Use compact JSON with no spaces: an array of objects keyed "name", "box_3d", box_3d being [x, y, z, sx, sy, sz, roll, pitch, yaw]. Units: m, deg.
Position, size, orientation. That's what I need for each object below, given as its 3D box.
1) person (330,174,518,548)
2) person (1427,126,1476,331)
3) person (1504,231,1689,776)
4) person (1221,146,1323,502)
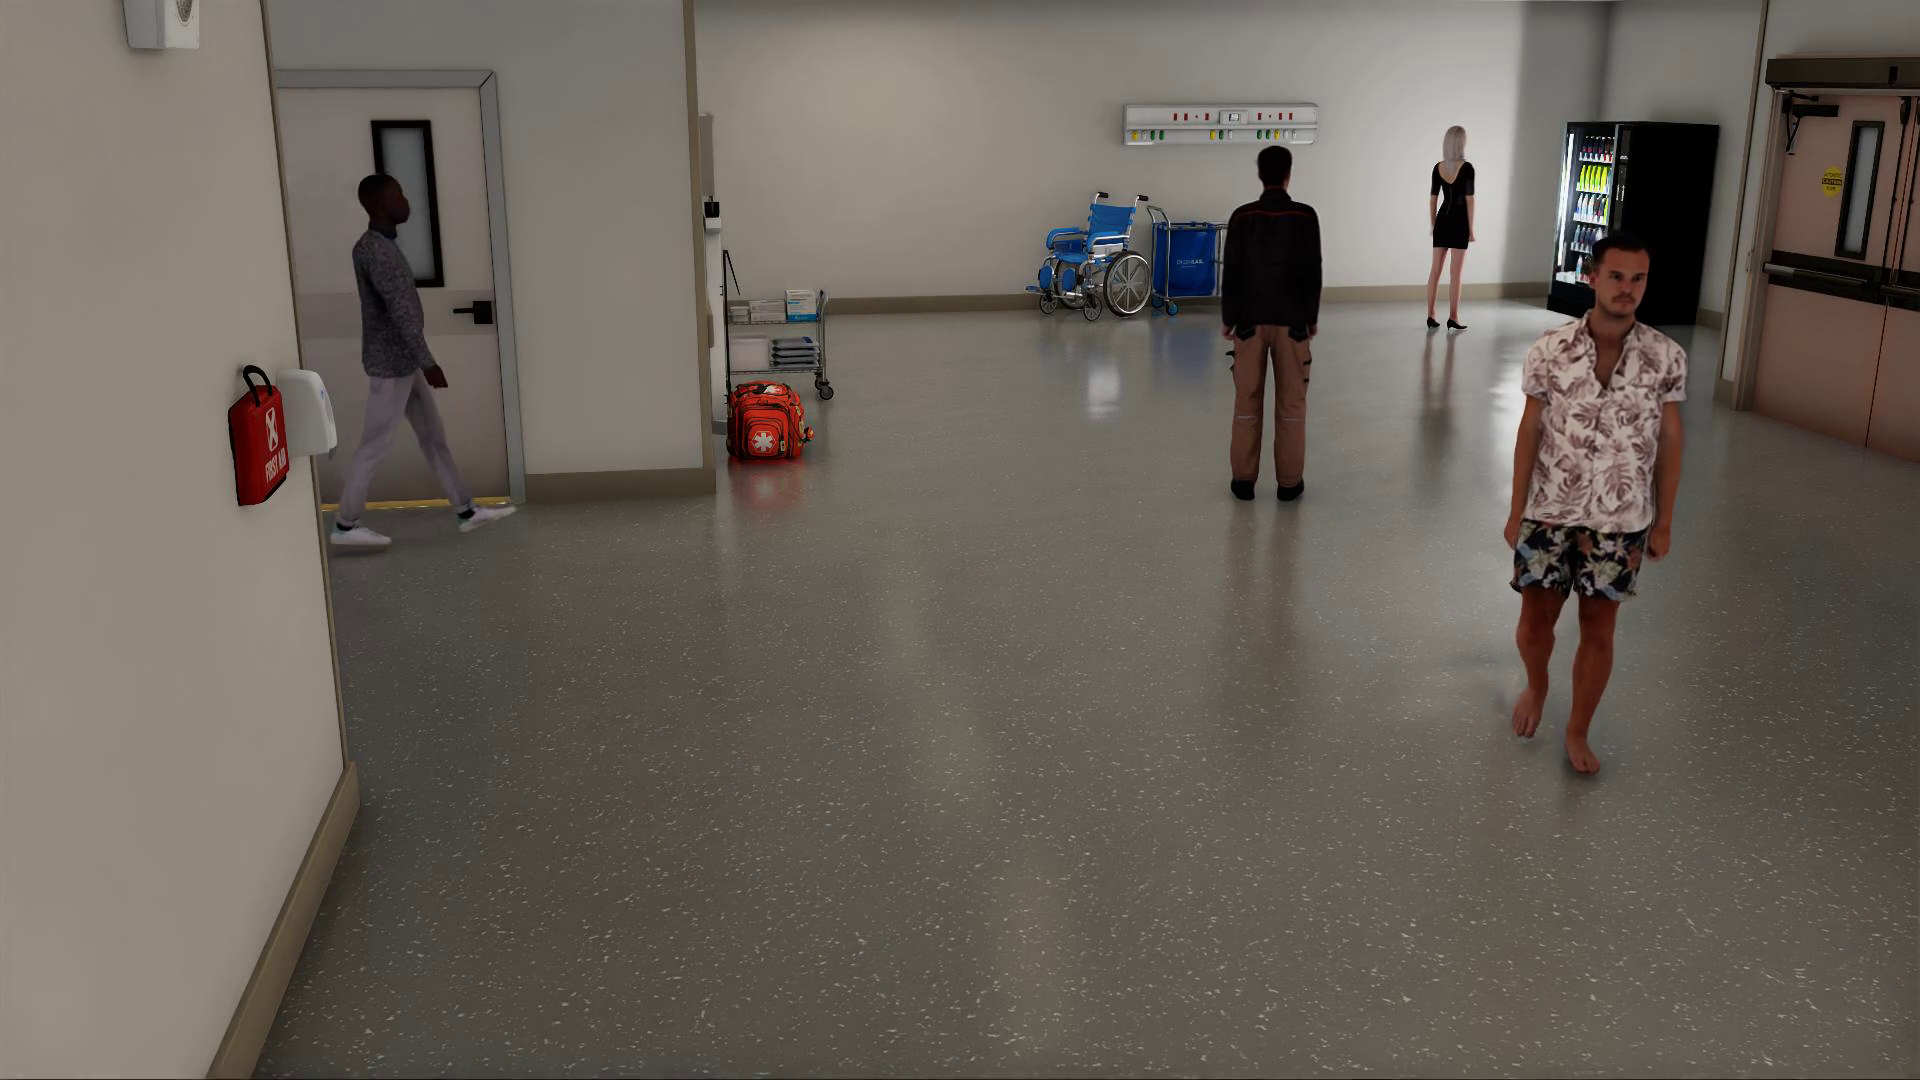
[{"name":"person","box_3d":[-2.832,-0.818,8.066,0.789,1.797,1.063,-4,16,-14]},{"name":"person","box_3d":[4.490,-2.848,15.206,0.718,1.830,0.618,-15,22,-43]},{"name":"person","box_3d":[2.106,-0.132,5.625,0.817,1.800,0.854,4,16,14]},{"name":"person","box_3d":[1.698,-1.175,9.101,0.771,1.922,0.729,3,16,10]}]
